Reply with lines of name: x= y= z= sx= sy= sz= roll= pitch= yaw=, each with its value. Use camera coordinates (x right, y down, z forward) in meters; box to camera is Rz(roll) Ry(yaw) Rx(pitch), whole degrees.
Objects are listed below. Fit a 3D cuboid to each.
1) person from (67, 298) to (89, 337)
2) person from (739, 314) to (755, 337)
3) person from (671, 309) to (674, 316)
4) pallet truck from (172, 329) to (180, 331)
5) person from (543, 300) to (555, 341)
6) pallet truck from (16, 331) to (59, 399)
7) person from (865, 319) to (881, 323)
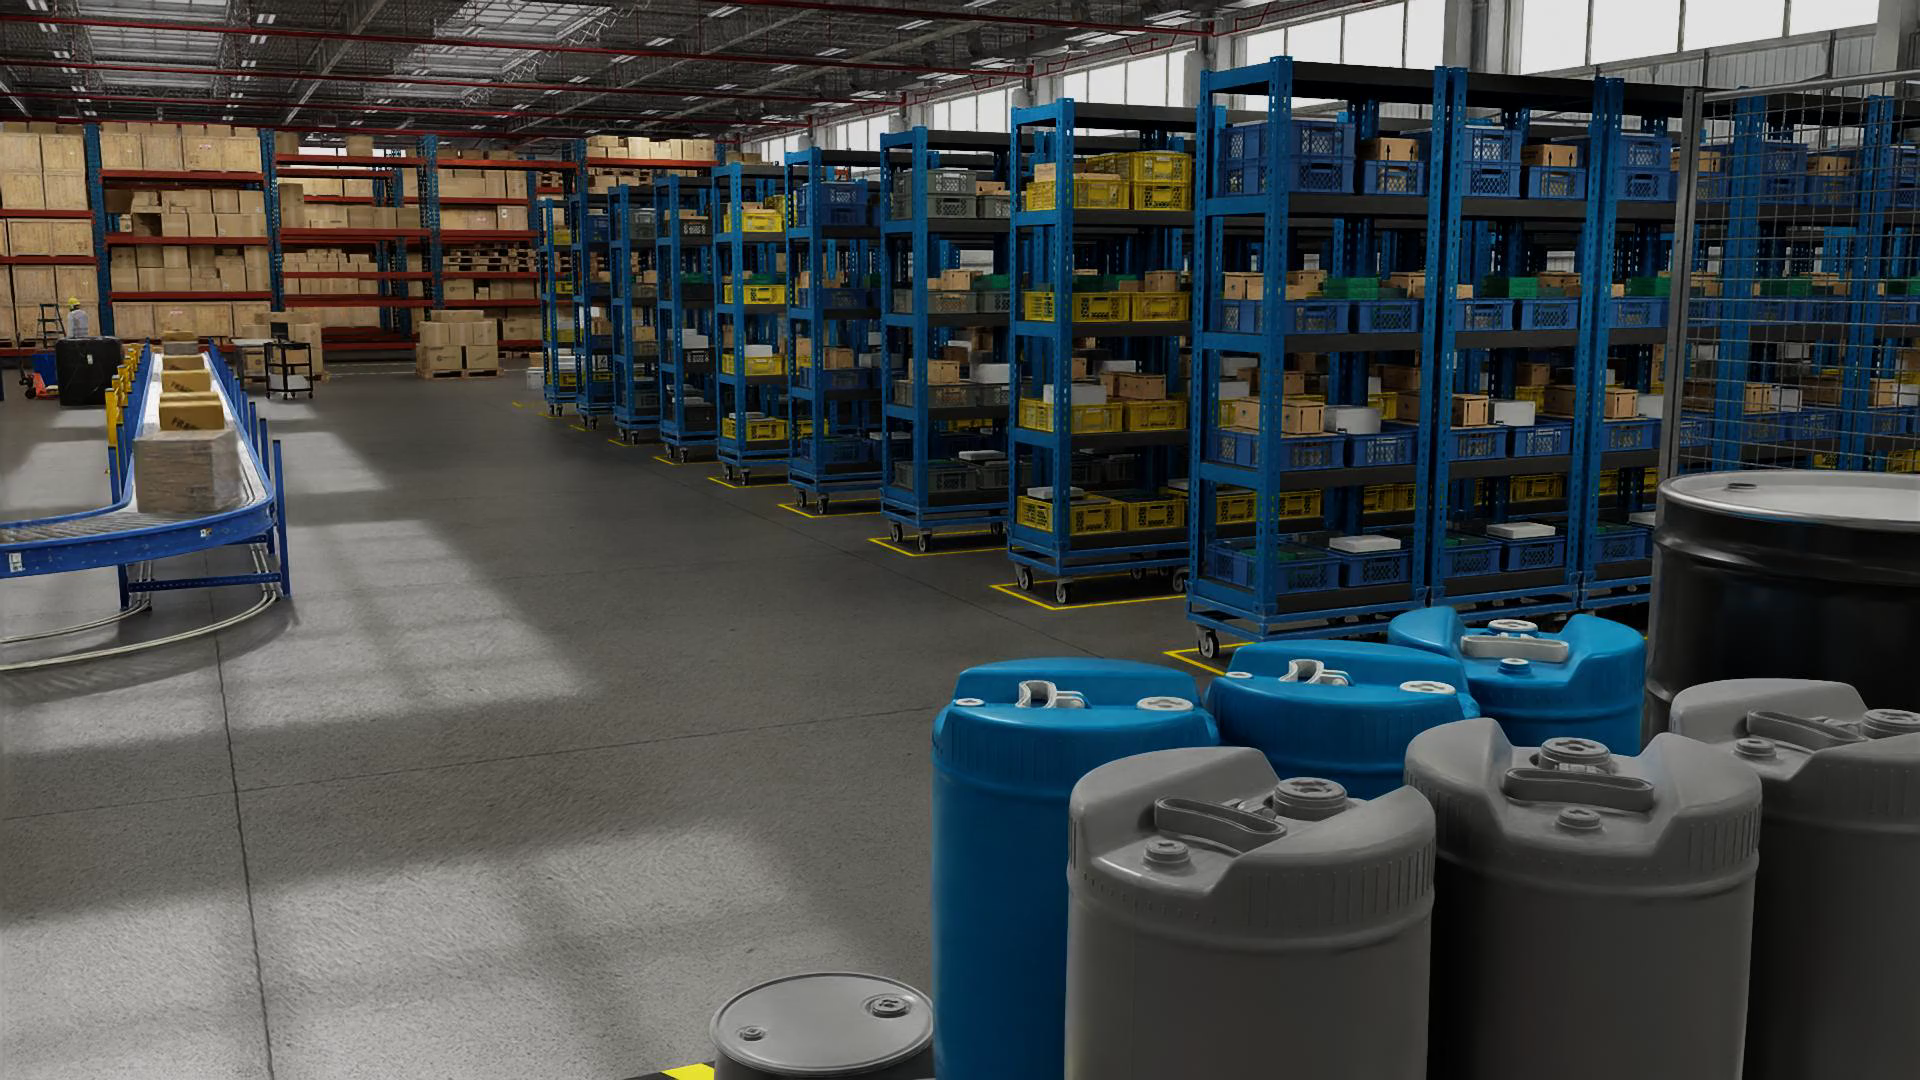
person: x=-20.222 y=-4.636 z=38.136 sx=0.405 sy=1.823 sz=0.591 roll=2 pitch=9 yaw=14
person: x=-3.147 y=-2.617 z=25.286 sx=0.694 sy=1.926 sz=0.613 roll=-5 pitch=10 yaw=-29
person: x=-8.022 y=-6.165 z=47.127 sx=0.760 sy=1.976 sz=0.623 roll=-5 pitch=11 yaw=-30
pallet truck: x=-17.275 y=-3.851 z=35.096 sx=1.601 sy=1.201 sz=0.680 roll=0 pitch=9 yaw=1
person: x=-11.216 y=-5.804 z=45.588 sx=0.438 sy=1.749 sz=0.552 roll=-5 pitch=10 yaw=-27
pallet truck: x=-17.082 y=-3.353 z=31.781 sx=1.630 sy=1.274 sz=0.653 roll=-4 pitch=10 yaw=-25
person: x=-1.628 y=-3.734 z=32.527 sx=0.618 sy=1.820 sz=0.430 roll=-5 pitch=10 yaw=-28
